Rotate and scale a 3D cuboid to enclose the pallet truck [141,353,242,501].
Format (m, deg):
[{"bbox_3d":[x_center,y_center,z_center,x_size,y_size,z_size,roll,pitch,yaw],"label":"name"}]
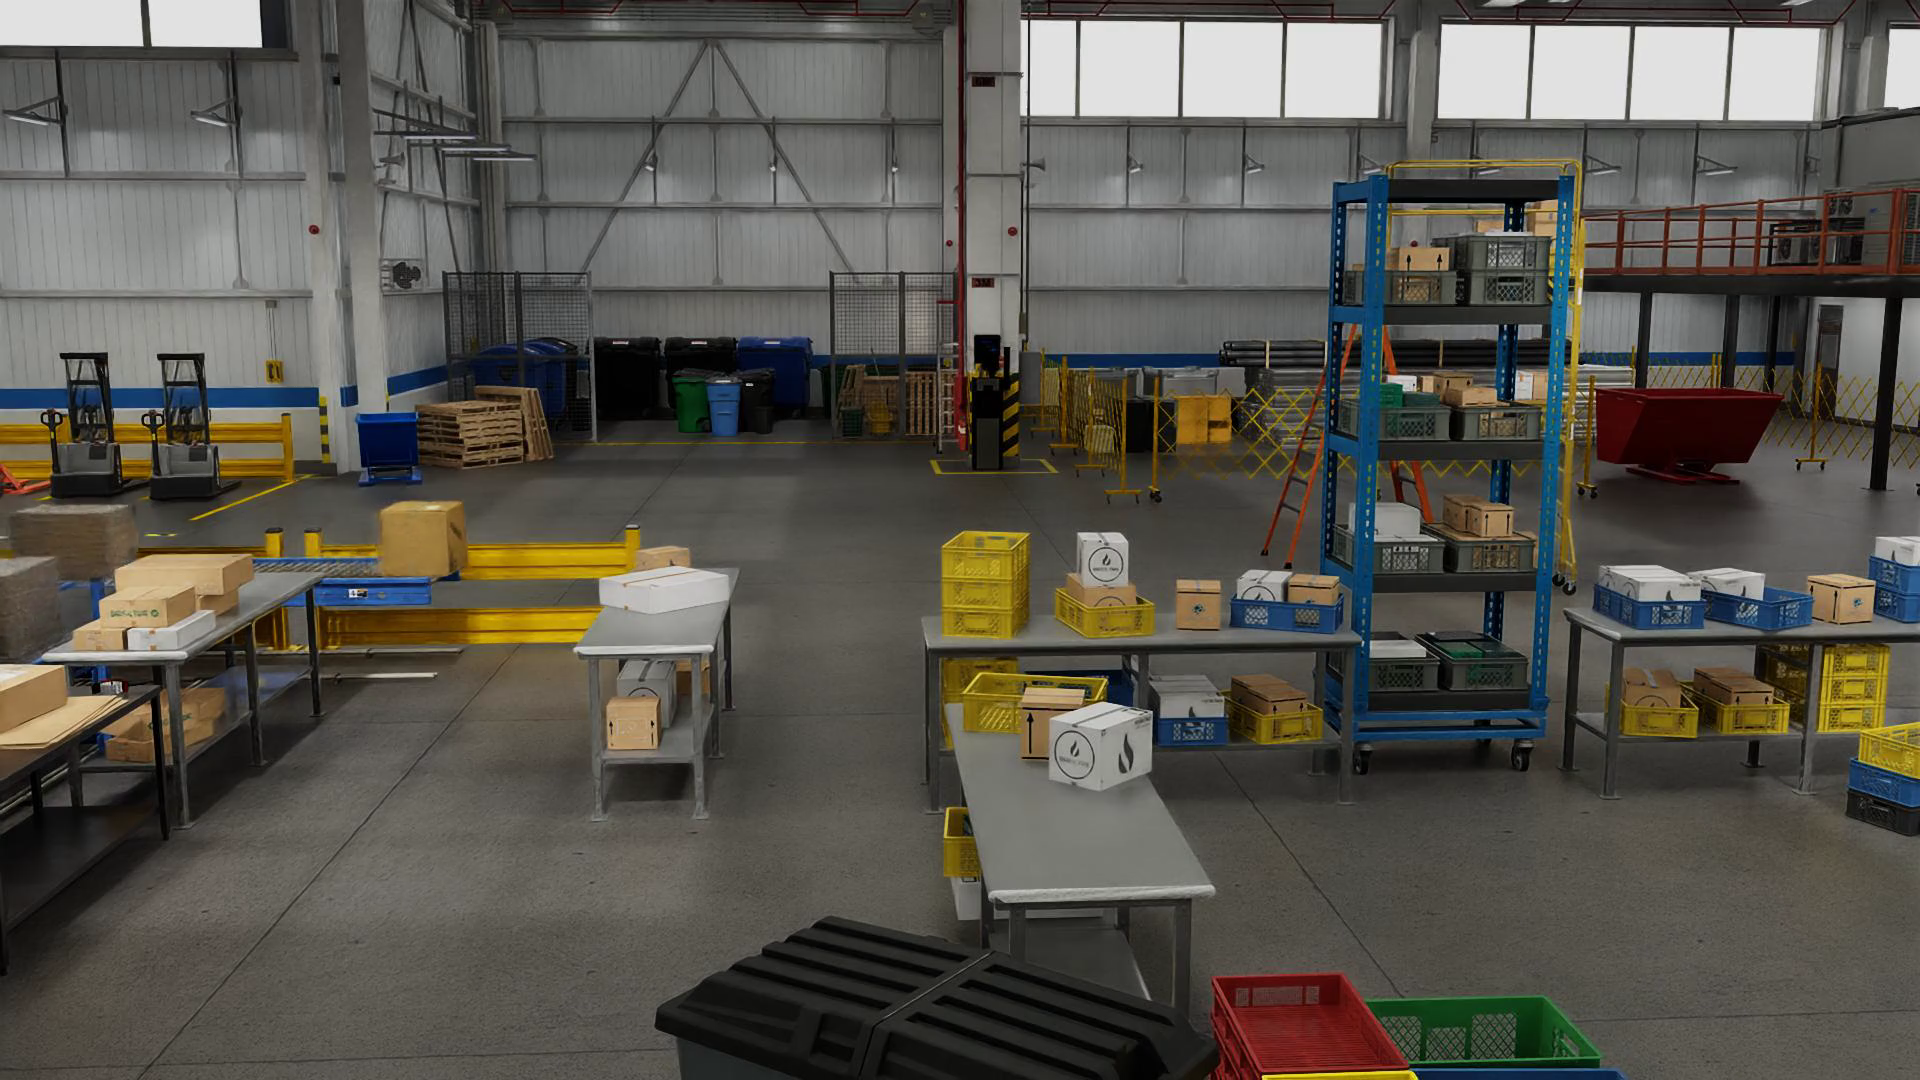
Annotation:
[{"bbox_3d":[-10.520,-1.604,22.925,0.823,1.965,1.885,-1,9,-6],"label":"pallet truck"}]

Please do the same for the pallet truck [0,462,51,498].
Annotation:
[{"bbox_3d":[-13.193,-1.293,23.148,0.653,1.274,1.630,-1,9,-4],"label":"pallet truck"}]

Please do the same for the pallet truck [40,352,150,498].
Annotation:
[{"bbox_3d":[-11.907,-1.642,23.165,0.823,1.965,1.885,0,9,0],"label":"pallet truck"}]
